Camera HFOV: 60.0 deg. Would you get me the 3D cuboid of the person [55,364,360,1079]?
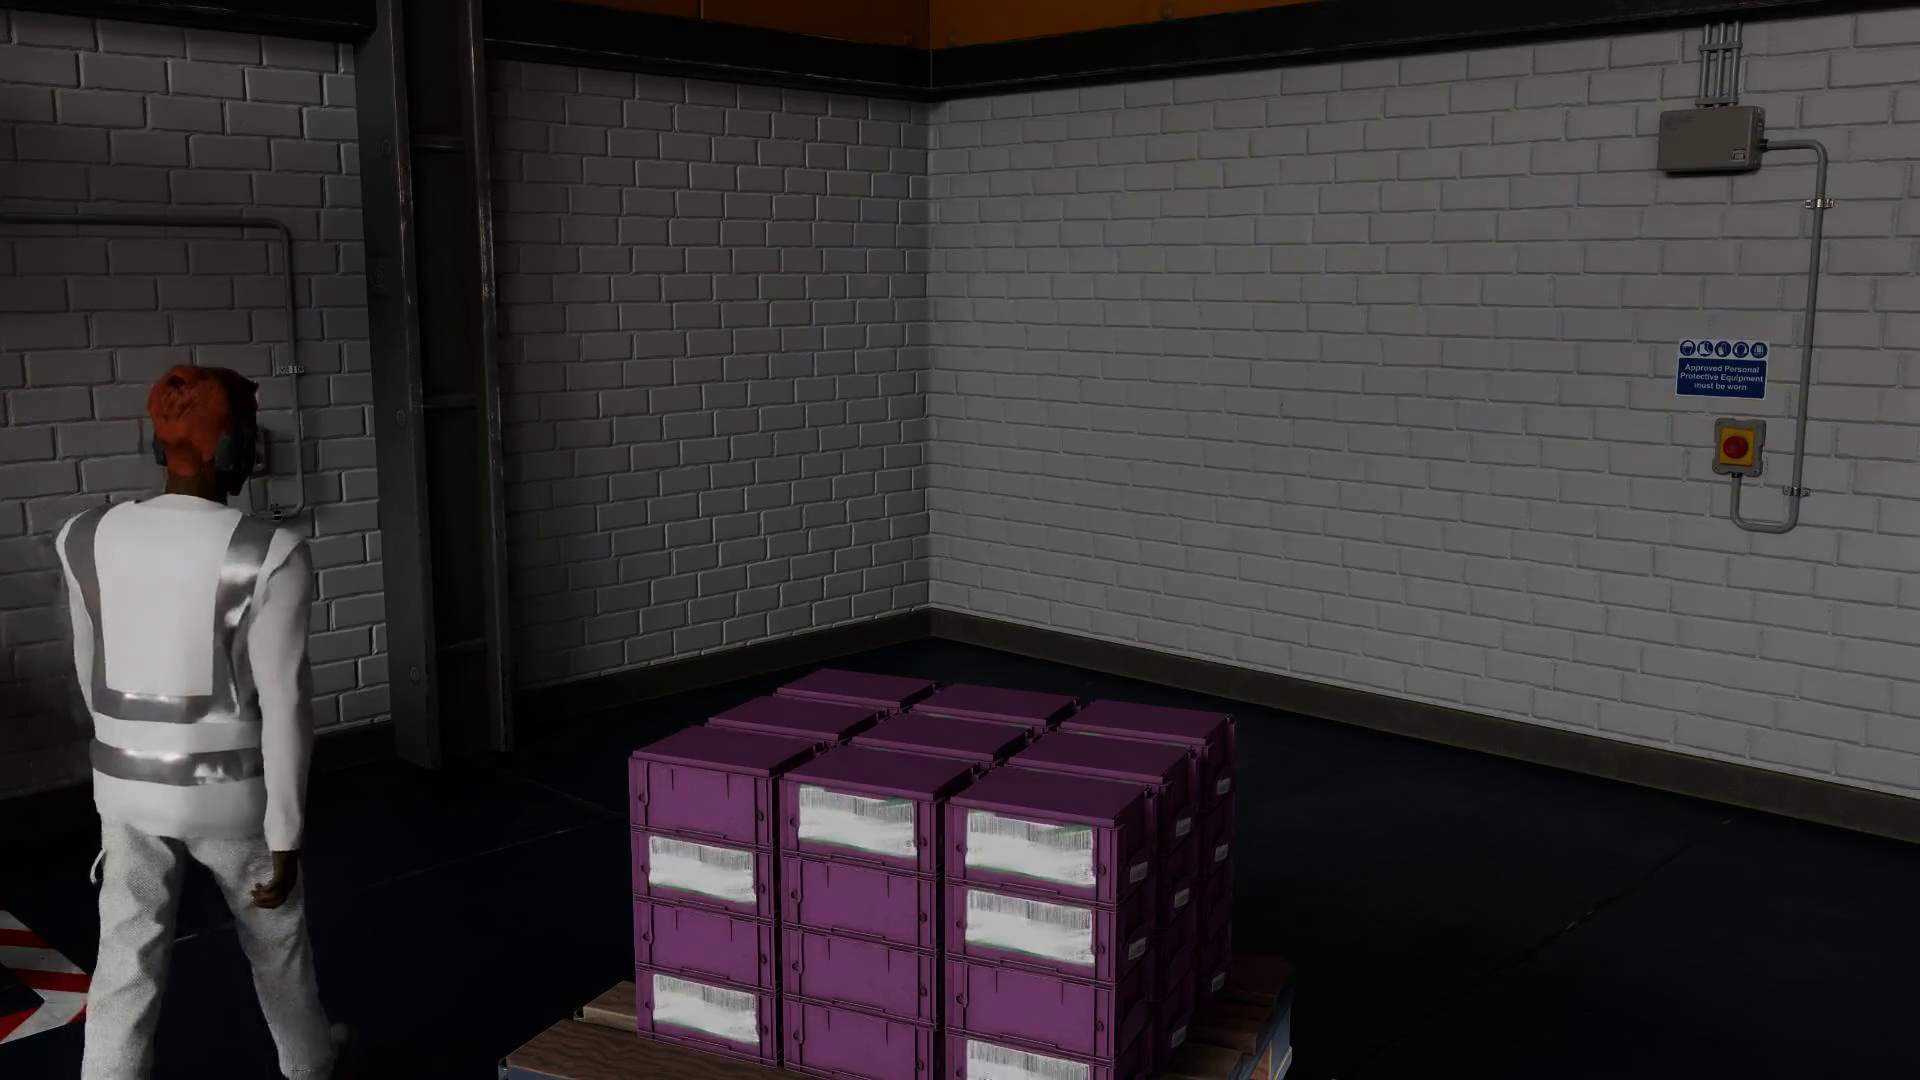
[{"bbox_3d":[-1.624,0.544,3.560,0.587,1.833,1.025,0,9,2],"label":"person"}]
